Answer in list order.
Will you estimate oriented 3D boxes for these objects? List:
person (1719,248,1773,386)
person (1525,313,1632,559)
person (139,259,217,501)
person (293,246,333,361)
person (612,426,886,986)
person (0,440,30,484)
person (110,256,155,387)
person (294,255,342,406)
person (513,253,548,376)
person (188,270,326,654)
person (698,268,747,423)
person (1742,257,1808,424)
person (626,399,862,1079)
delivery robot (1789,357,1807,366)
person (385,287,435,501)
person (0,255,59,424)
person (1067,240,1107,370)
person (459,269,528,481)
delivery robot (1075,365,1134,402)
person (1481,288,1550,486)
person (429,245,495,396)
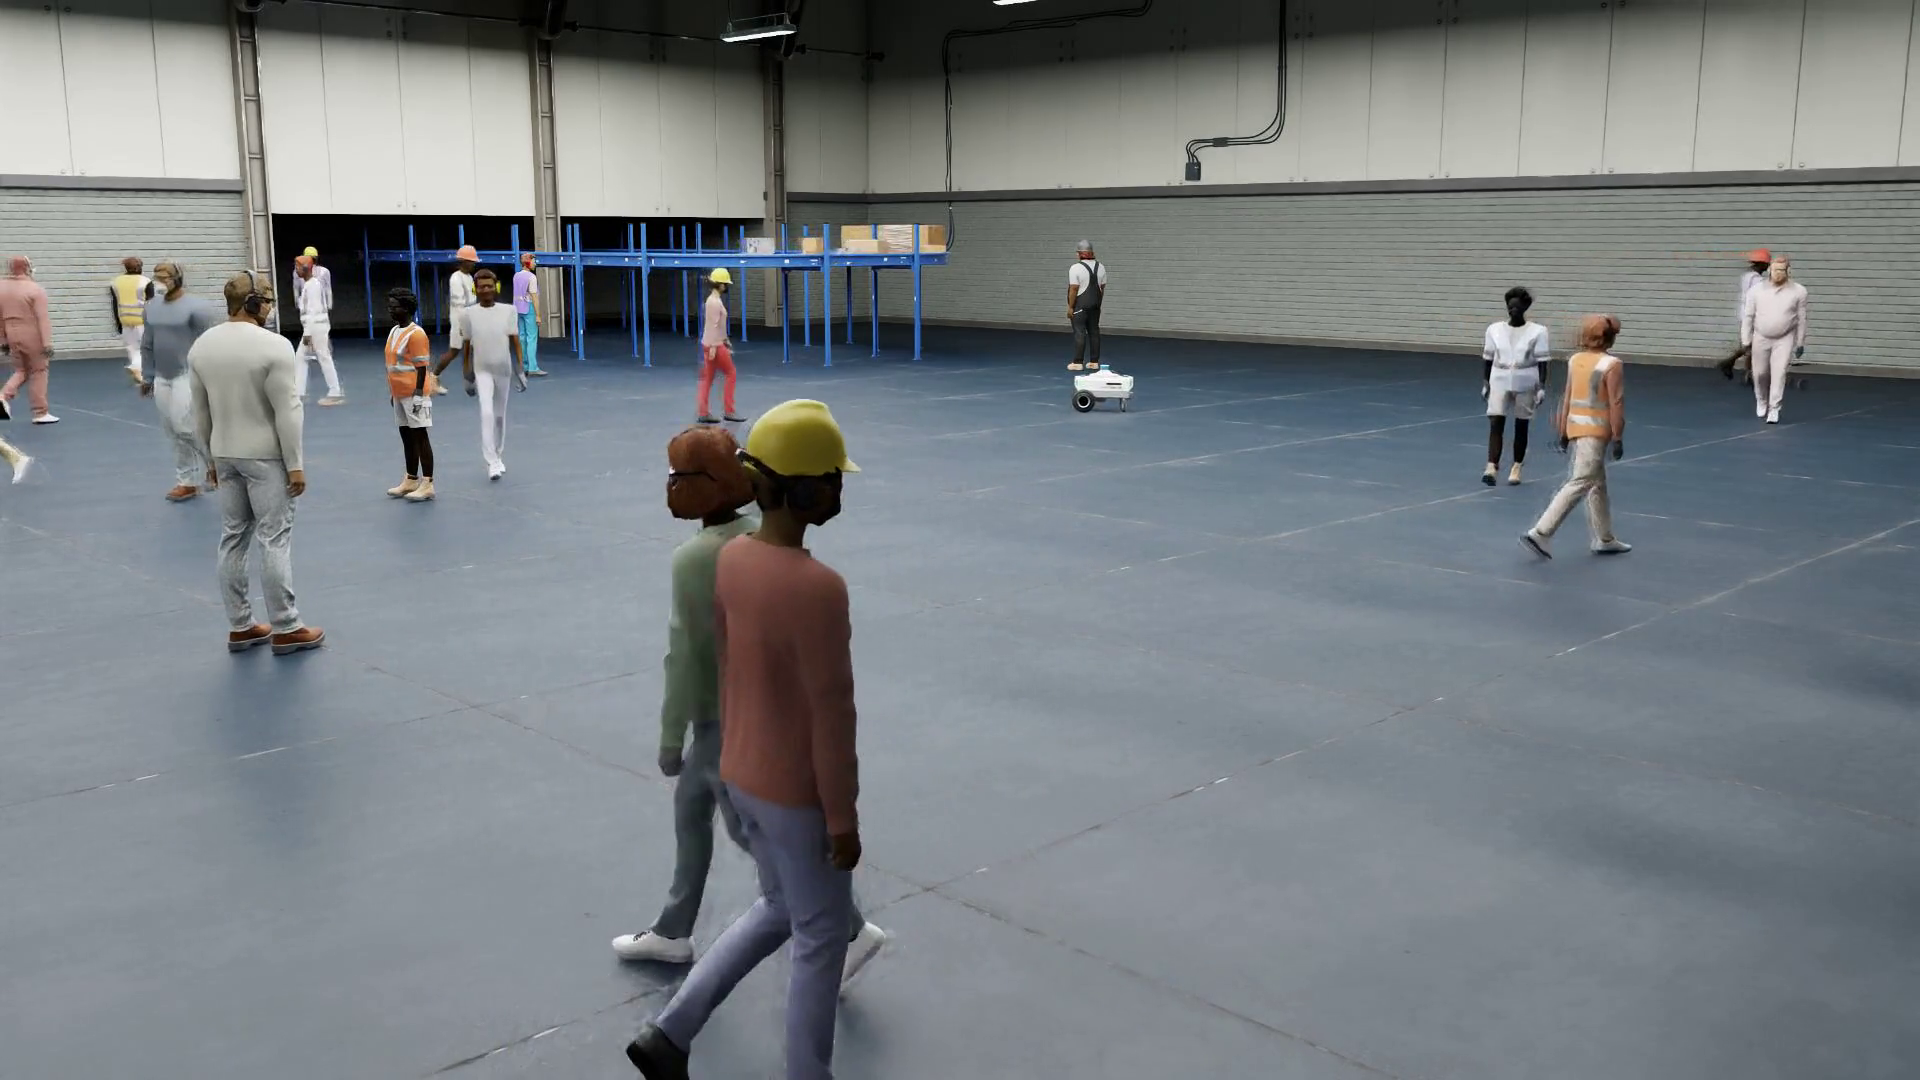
[{"bbox_3d":[11.168,-3.149,23.510,0.531,1.926,0.551,1,10,6],"label":"person"},{"bbox_3d":[4.099,-0.684,10.936,0.811,1.608,0.531,-2,11,-12],"label":"person"},{"bbox_3d":[-6.258,-1.278,13.313,0.633,1.924,0.464,4,11,22],"label":"person"},{"bbox_3d":[-10.931,-3.994,28.141,0.603,1.920,0.427,-3,11,-17],"label":"person"},{"bbox_3d":[-0.606,0.475,4.661,0.831,1.598,0.507,3,11,15],"label":"person"},{"bbox_3d":[-8.171,-1.196,13.734,0.745,1.612,0.503,-9,13,-39],"label":"person"},{"bbox_3d":[-11.520,-3.041,23.215,0.630,1.827,0.604,1,10,5],"label":"person"},{"bbox_3d":[-8.136,-2.590,20.635,0.847,1.852,0.607,-5,12,-27],"label":"person"},{"bbox_3d":[-6.529,-3.399,25.101,0.574,1.841,0.374,10,14,44],"label":"person"},{"bbox_3d":[-3.599,-0.394,8.473,0.629,1.934,0.376,4,11,20],"label":"person"},{"bbox_3d":[-2.685,-2.195,18.833,0.673,1.739,0.524,-3,11,-17],"label":"person"},{"bbox_3d":[9.331,-2.307,19.082,0.655,1.879,0.867,6,12,31],"label":"person"},{"bbox_3d":[-0.449,0.559,3.784,0.501,1.756,0.529,-6,12,-31],"label":"person"},{"bbox_3d":[11.390,-2.539,23.076,0.698,0.223,0.335,-2,11,-11],"label":"delivery robot"},{"bbox_3d":[-4.432,-1.173,13.362,0.318,1.697,0.534,-10,14,-43],"label":"person"},{"bbox_3d":[-10.486,-2.234,18.615,0.650,1.895,0.570,3,11,16],"label":"person"},{"bbox_3d":[1.943,-3.698,26.311,0.678,2.000,0.537,-7,13,-34],"label":"person"},{"bbox_3d":[-4.099,-1.457,14.615,0.517,1.817,0.995,-5,11,-25],"label":"person"},{"bbox_3d":[1.755,-1.881,20.199,0.707,0.478,0.477,1,11,8],"label":"delivery robot"},{"bbox_3d":[4.628,-1.266,13.941,0.553,1.655,0.819,5,11,25],"label":"person"},{"bbox_3d":[-6.631,-2.901,22.024,1.059,1.991,0.622,1,10,4],"label":"person"}]
